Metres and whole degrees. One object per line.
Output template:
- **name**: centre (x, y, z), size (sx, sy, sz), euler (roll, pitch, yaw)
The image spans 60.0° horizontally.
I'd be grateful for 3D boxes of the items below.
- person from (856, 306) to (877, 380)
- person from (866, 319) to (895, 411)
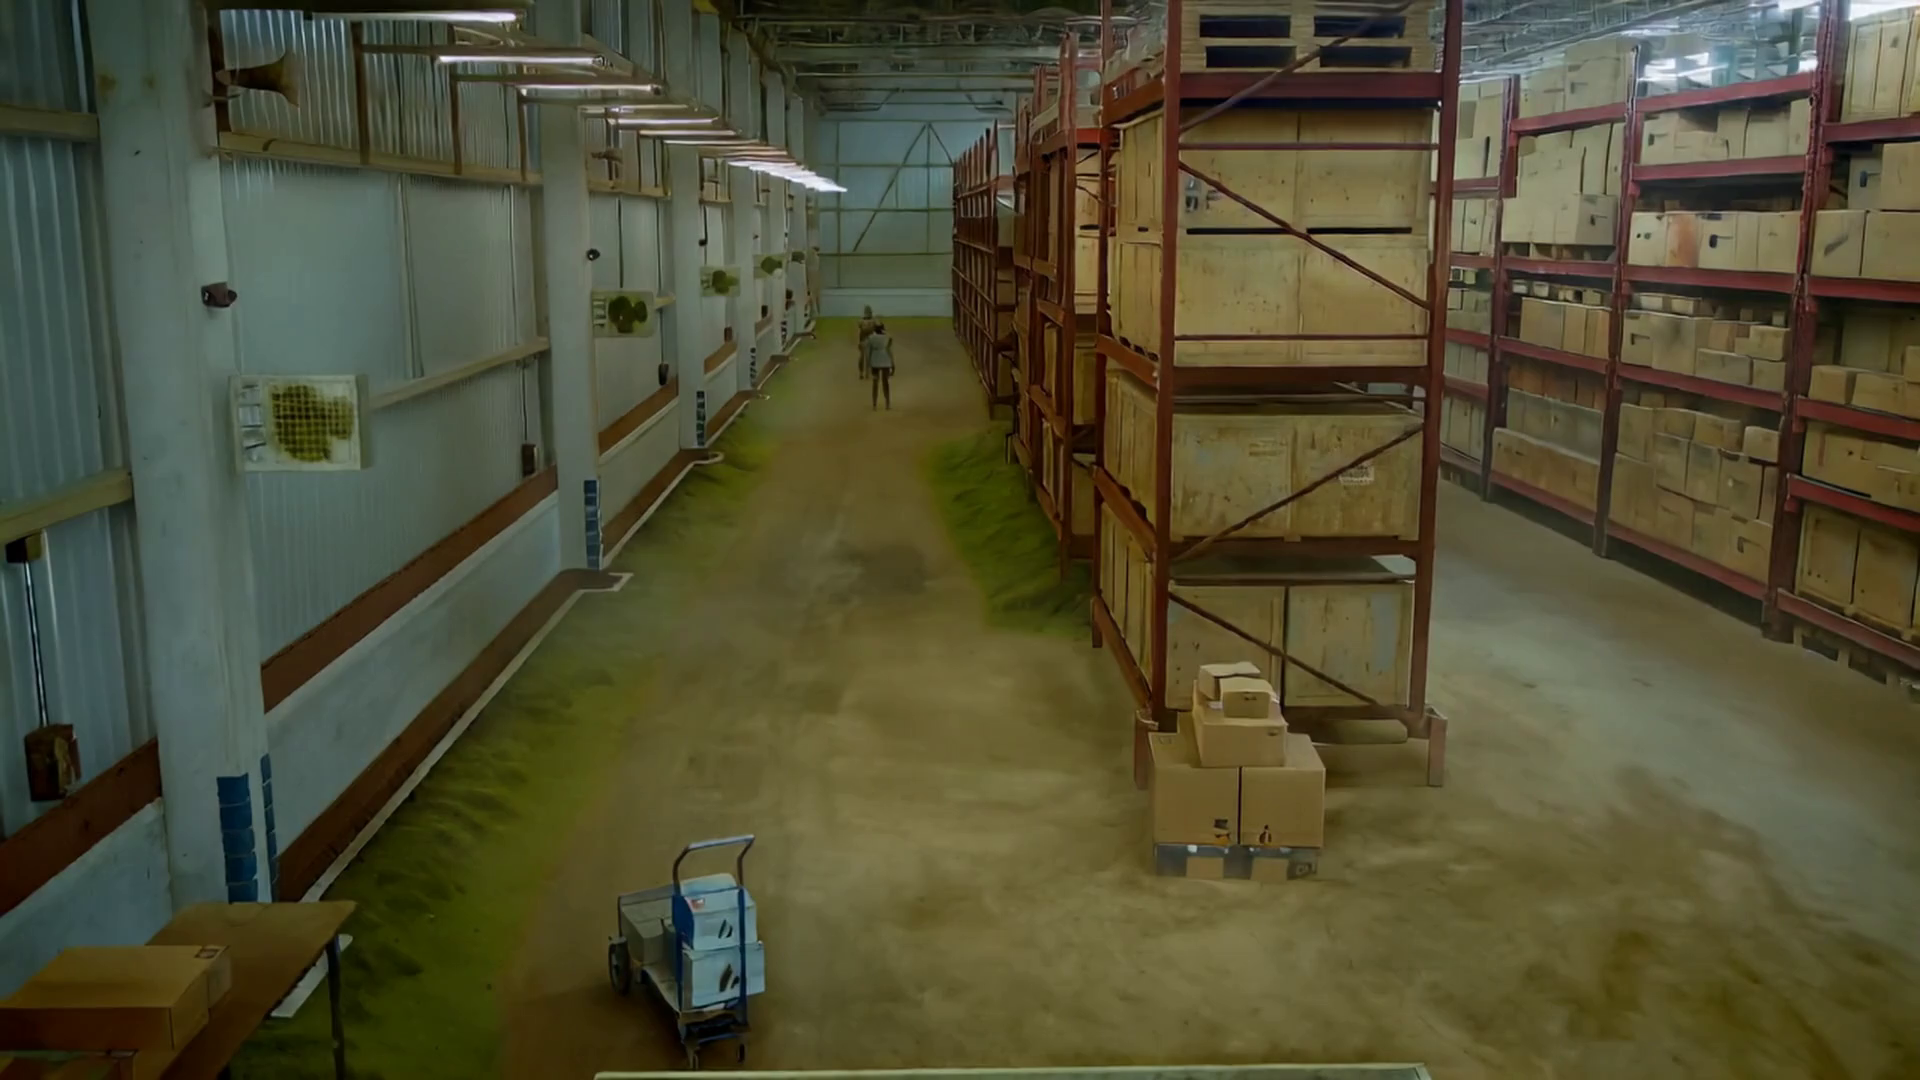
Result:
- **person**: centre (-2.379, -5.055, 42.692), size (0.589, 1.910, 0.394), euler (-6, 12, -28)
- **person**: centre (-1.697, -3.750, 35.703), size (0.617, 1.986, 0.408), euler (-3, 11, -15)
